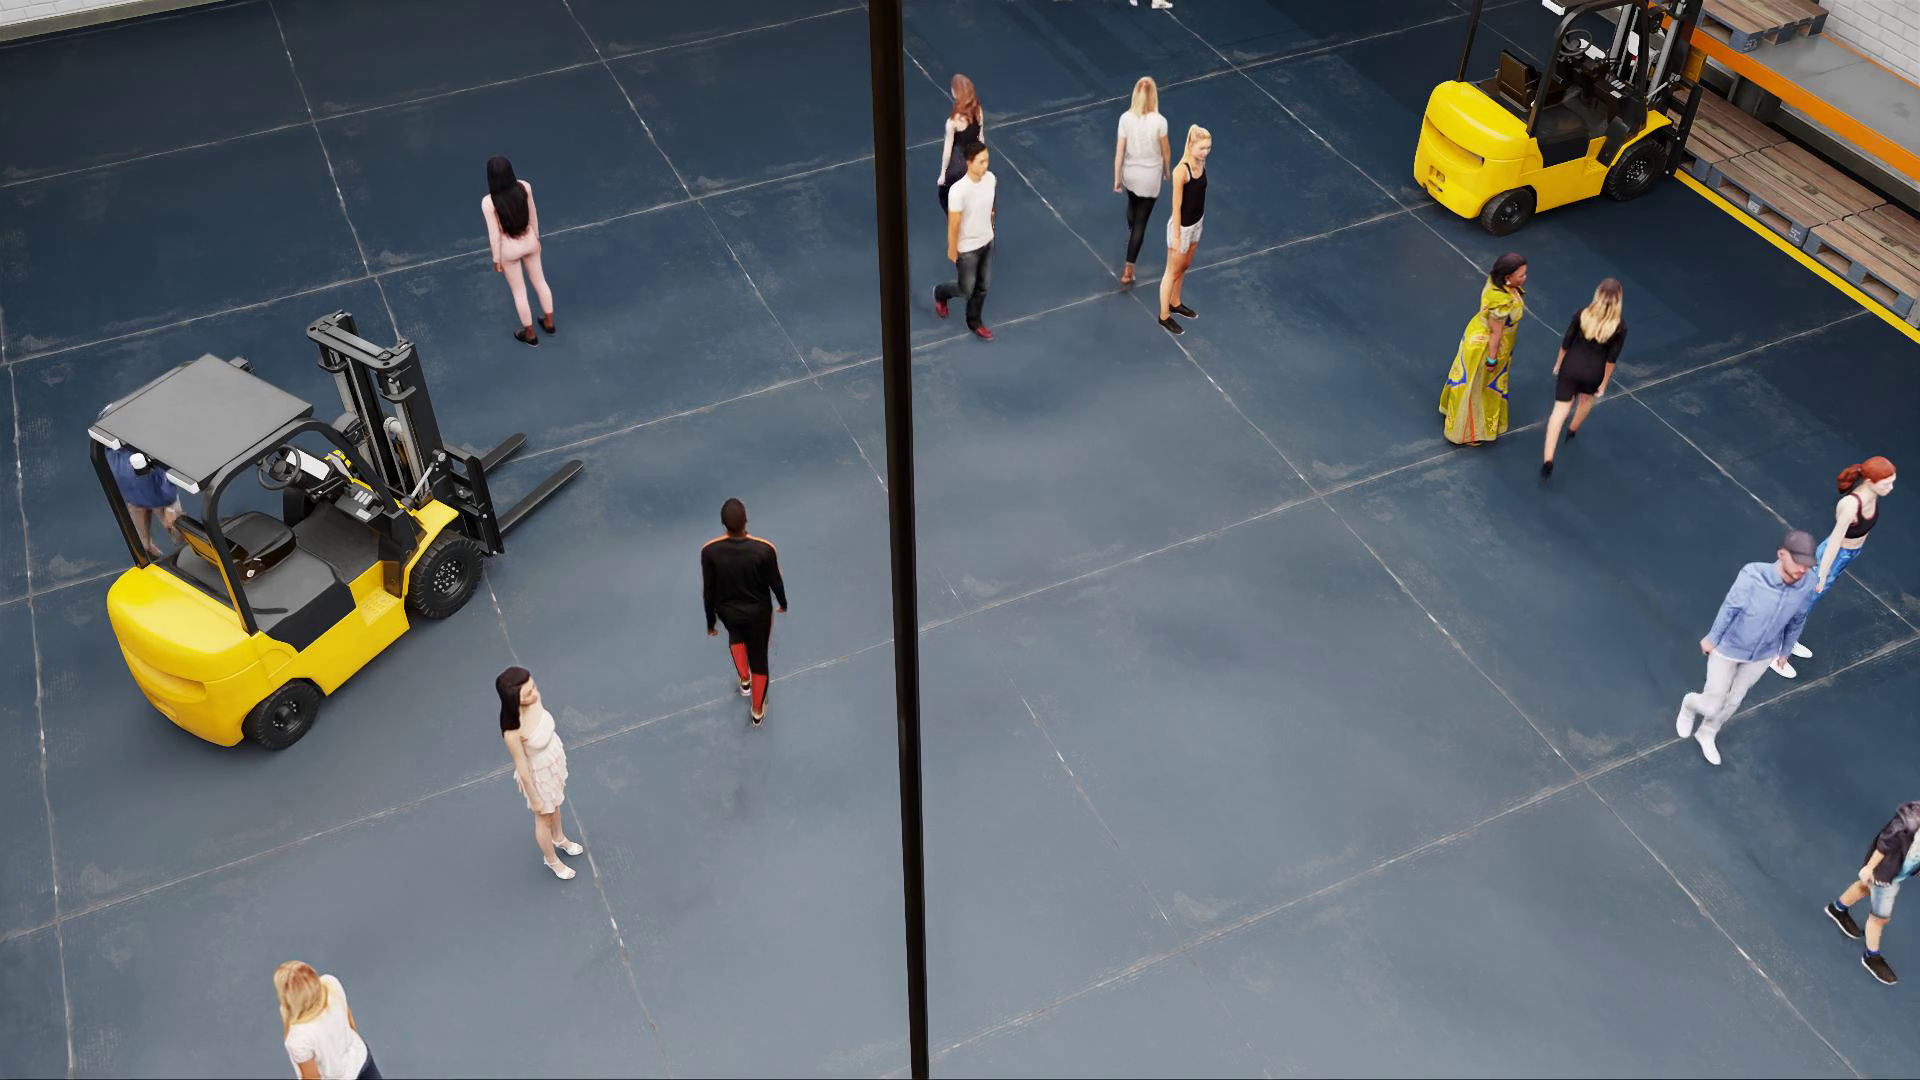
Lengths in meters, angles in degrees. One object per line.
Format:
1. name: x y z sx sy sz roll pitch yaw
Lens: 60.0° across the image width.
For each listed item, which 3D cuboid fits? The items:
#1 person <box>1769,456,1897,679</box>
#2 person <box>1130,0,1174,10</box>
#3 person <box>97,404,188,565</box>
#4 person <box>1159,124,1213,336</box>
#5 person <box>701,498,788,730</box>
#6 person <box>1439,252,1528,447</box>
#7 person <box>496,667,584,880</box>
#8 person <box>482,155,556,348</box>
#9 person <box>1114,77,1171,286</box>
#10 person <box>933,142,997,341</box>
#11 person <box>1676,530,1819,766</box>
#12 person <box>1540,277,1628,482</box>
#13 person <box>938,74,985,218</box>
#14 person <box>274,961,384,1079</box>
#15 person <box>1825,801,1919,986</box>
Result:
1. person: 5.689 0.151 10.859 0.655 1.784 0.644 34 53 31
2. person: 2.076 -6.443 18.004 0.822 1.464 0.814 3 44 3
3. person: -5.495 -0.320 11.427 0.774 1.683 0.827 8 44 8
4. person: 1.847 -2.593 13.688 0.686 1.845 0.681 26 49 25
5. person: -1.364 0.519 10.461 0.828 1.789 0.906 0 44 0
6. person: 4.022 -1.486 12.667 1.059 1.660 0.968 8 44 9
7. person: -2.437 1.344 9.634 0.714 1.736 0.621 5 44 5
8. person: -3.591 -2.356 13.529 0.655 1.720 0.683 34 53 30
9. person: 1.535 -3.023 14.185 1.135 1.782 1.189 14 45 14
10. person: 0.047 -2.470 13.608 0.964 1.788 0.819 34 53 30
11. person: 4.849 0.595 10.318 0.811 1.877 0.839 2 44 2
12. person: 4.582 -1.164 12.340 1.046 1.635 1.044 18 46 18
13. person: 0.091 -3.161 14.374 0.703 1.720 0.780 -26 49 -25
14. person: -3.047 2.632 8.229 0.720 1.809 0.629 7 44 7
15. person: 5.233 1.782 9.396 0.536 1.430 0.783 -18 47 -18
